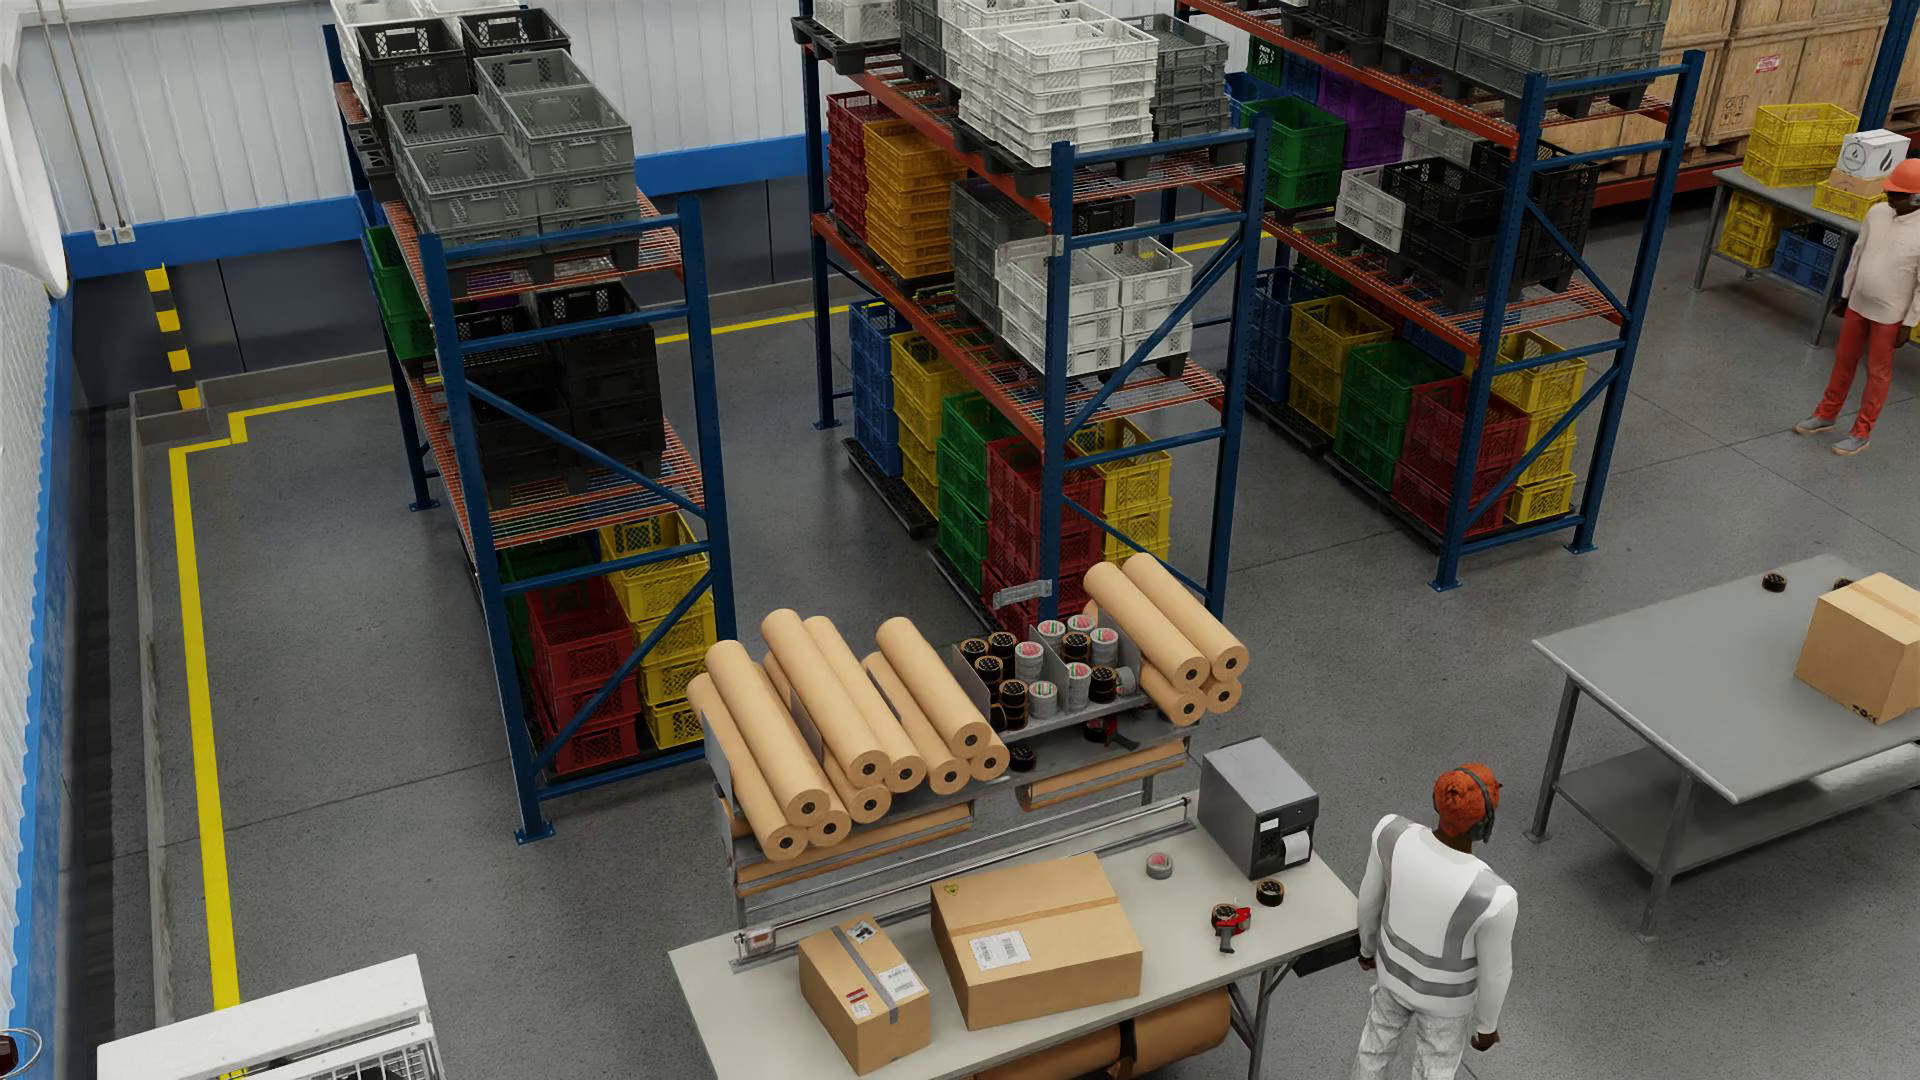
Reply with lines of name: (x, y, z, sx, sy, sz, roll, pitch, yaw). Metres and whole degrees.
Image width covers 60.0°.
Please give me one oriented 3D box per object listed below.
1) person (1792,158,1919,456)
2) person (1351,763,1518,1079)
person: (5.938, -1.503, 10.770, 0.388, 1.991, 0.610, -11, 33, -17)
person: (1.661, 1.558, 5.900, 0.346, 1.882, 0.582, -25, 39, -34)
